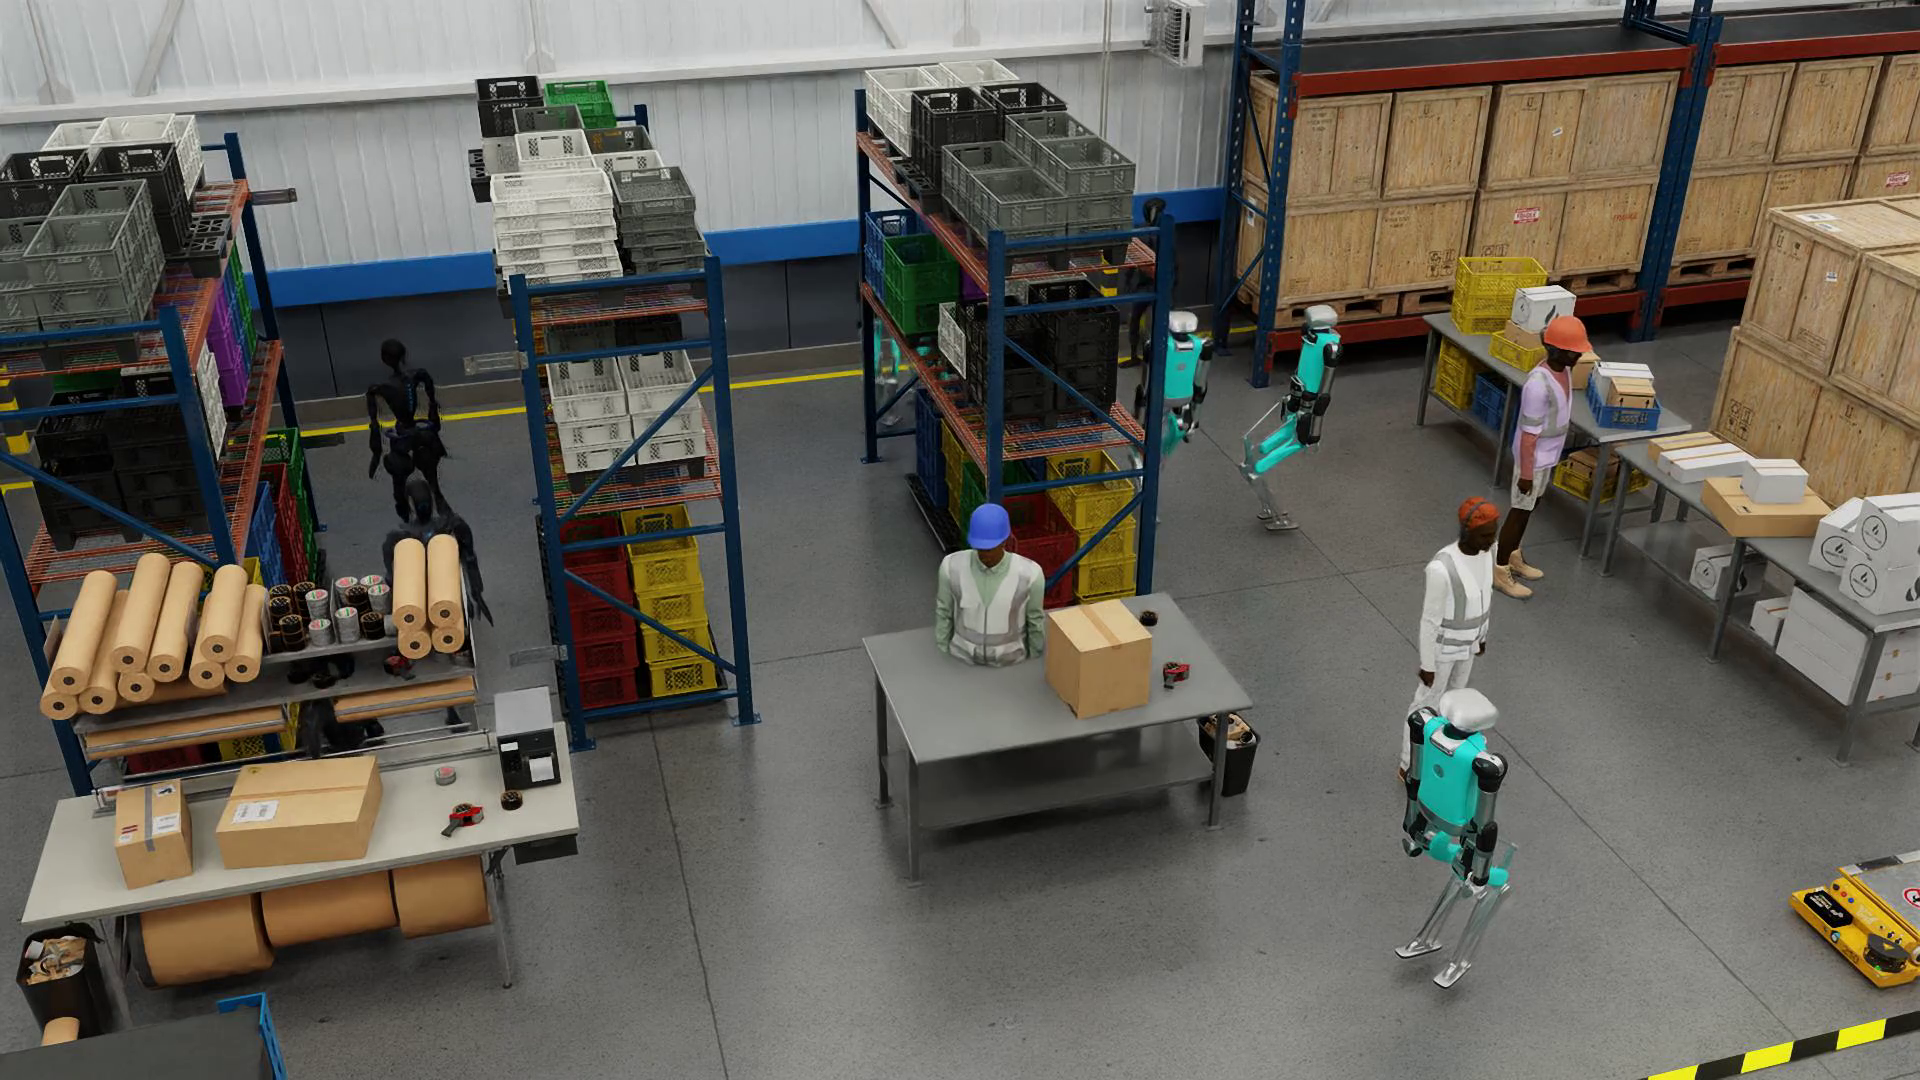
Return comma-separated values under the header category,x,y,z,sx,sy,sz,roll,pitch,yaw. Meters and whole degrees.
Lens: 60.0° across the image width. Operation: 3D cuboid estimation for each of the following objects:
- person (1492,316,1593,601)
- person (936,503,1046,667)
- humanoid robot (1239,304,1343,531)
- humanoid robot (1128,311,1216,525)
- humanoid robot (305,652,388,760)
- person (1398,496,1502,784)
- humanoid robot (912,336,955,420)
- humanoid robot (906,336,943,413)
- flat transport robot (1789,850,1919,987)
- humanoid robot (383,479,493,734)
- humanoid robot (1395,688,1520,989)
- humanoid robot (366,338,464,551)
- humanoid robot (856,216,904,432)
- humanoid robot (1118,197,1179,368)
category,x,y,z,sx,sy,sz,roll,pitch,yaw
person,3.977,-0.572,11.363,0.388,2.040,0.613,18,33,29
person,0.165,0.656,9.225,0.604,1.948,0.400,5,29,8
humanoid robot,2.338,-0.874,12.119,0.737,1.694,0.530,-5,29,-9
humanoid robot,1.471,-0.899,12.373,0.546,1.878,0.828,-7,30,-12
humanoid robot,-3.182,1.211,8.505,0.595,1.636,0.609,7,29,12
person,2.787,0.599,9.405,0.583,1.881,0.352,-23,36,-35
humanoid robot,-0.172,-1.642,13.651,0.553,1.816,0.673,2,29,4
humanoid robot,-0.227,-1.806,13.980,0.376,1.655,0.608,-5,29,-9
flat transport robot,5.163,1.916,8.676,1.431,0.231,0.659,-8,30,-14
humanoid robot,-3.188,0.356,10.071,0.589,1.640,0.659,-17,33,-29
humanoid robot,2.469,1.385,7.980,0.735,1.675,0.533,-17,33,-27
humanoid robot,-3.927,-0.660,11.925,0.698,1.638,0.590,23,36,35
humanoid robot,-0.586,-1.714,13.774,0.560,1.788,0.854,-3,29,-5
humanoid robot,1.727,-2.267,14.815,0.396,1.636,0.600,-25,38,-38
